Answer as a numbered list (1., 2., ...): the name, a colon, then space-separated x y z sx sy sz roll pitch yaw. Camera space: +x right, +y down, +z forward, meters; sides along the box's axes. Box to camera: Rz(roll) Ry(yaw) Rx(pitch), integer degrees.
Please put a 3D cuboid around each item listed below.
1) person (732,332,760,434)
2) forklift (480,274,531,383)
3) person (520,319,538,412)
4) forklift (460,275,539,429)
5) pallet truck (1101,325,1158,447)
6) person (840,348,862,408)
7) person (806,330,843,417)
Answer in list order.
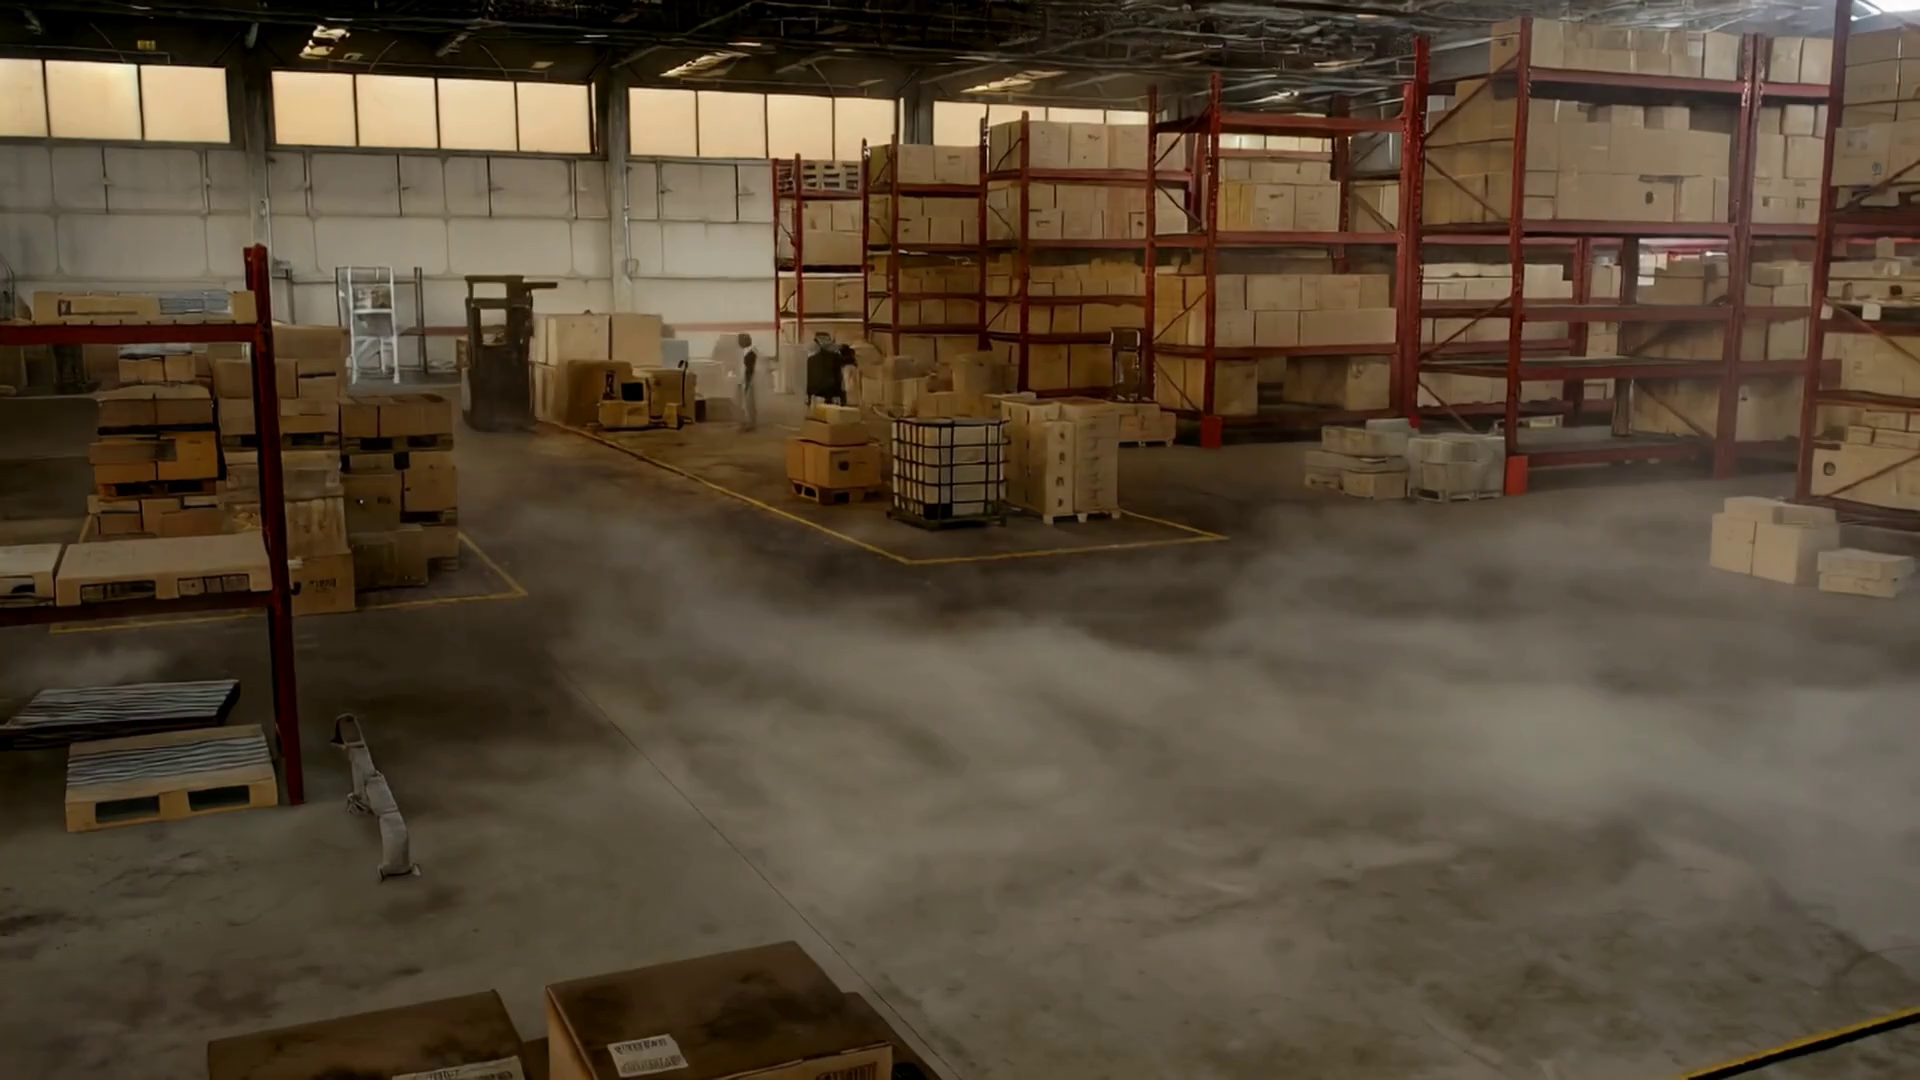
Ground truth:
1. person: -3.862 -2.788 29.674 0.567 1.826 0.629 -4 10 -24
2. forklift: -11.343 -5.369 42.400 1.873 2.768 1.129 -4 10 -25
3. person: -8.889 -3.610 34.473 0.553 1.923 0.395 1 9 4
4. forklift: -8.697 -3.548 31.098 1.129 2.768 1.873 -4 10 -26
5. pallet truck: 2.881 -2.596 27.923 0.823 1.965 1.885 -1 9 -7
6. person: -1.737 -2.163 26.160 0.318 1.700 0.535 4 10 23
7. person: -2.110 -2.253 25.805 0.612 1.995 0.393 -5 10 -29
